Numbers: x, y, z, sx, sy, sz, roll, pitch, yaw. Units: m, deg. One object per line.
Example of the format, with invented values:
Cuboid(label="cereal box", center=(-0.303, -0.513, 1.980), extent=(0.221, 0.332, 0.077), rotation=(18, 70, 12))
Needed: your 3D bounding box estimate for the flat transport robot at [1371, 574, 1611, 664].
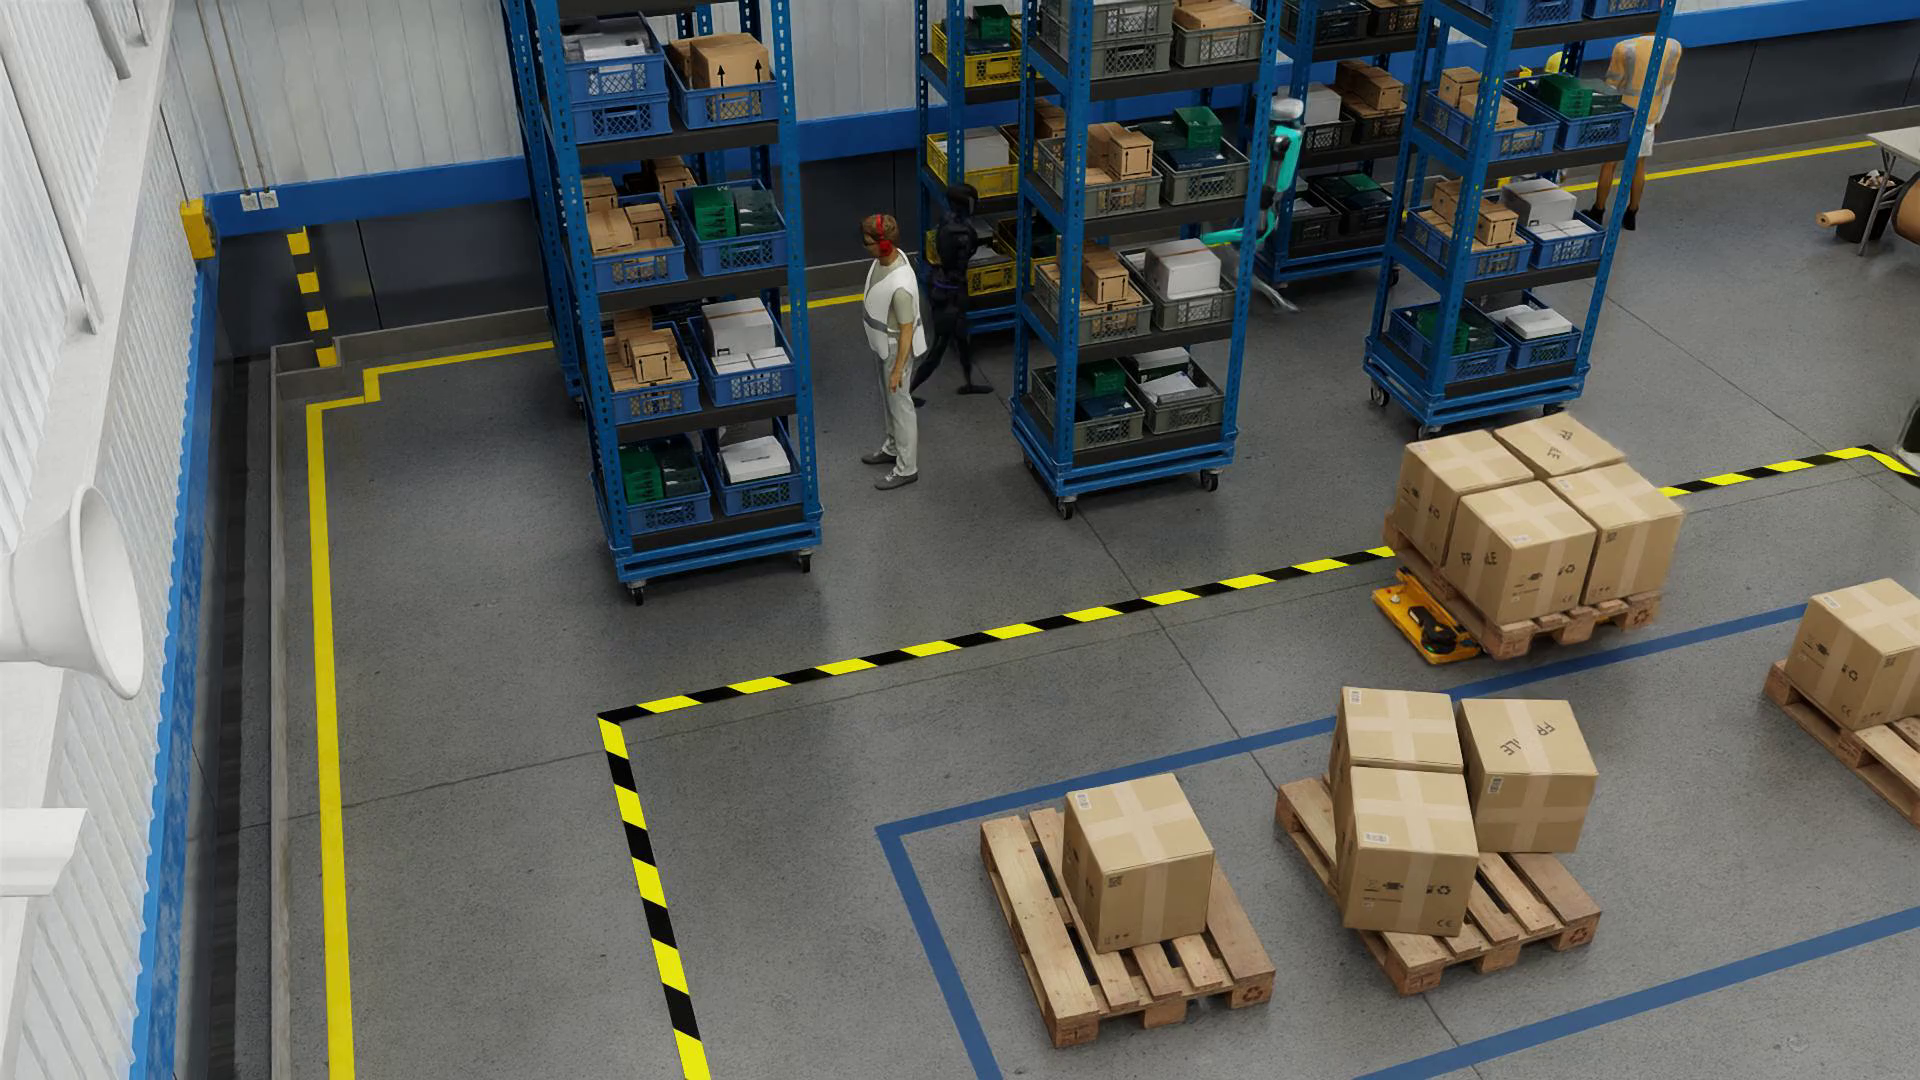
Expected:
Cuboid(label="flat transport robot", center=(3.177, 0.313, 9.587), extent=(1.431, 0.197, 0.652), rotation=(-11, 37, -15))

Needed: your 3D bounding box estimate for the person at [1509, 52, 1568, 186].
Cuboid(label="person", center=(4.495, -2.925, 12.928), extent=(0.486, 1.736, 0.318), rotation=(17, 39, 22))

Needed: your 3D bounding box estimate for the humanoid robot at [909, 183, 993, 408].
Cuboid(label="humanoid robot", center=(-0.126, -1.652, 11.218), extent=(0.738, 1.618, 0.607), rotation=(-7, 36, -10))

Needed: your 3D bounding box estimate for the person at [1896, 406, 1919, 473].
Cuboid(label="person", center=(6.360, -1.168, 10.358), extent=(0.607, 1.823, 0.582), rotation=(-14, 37, -19))

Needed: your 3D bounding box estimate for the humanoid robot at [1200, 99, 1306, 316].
Cuboid(label="humanoid robot", center=(2.097, -2.393, 12.182), extent=(1.007, 1.742, 0.541), rotation=(15, 38, 20))

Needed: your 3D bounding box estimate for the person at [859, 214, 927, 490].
Cuboid(label="person", center=(-0.413, -1.174, 10.358), extent=(0.389, 1.837, 0.563), rotation=(-9, 36, -12))

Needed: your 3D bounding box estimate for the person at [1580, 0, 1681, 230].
Cuboid(label="person", center=(5.467, -3.484, 13.568), extent=(0.555, 1.924, 0.422), rotation=(1, 35, 1))
